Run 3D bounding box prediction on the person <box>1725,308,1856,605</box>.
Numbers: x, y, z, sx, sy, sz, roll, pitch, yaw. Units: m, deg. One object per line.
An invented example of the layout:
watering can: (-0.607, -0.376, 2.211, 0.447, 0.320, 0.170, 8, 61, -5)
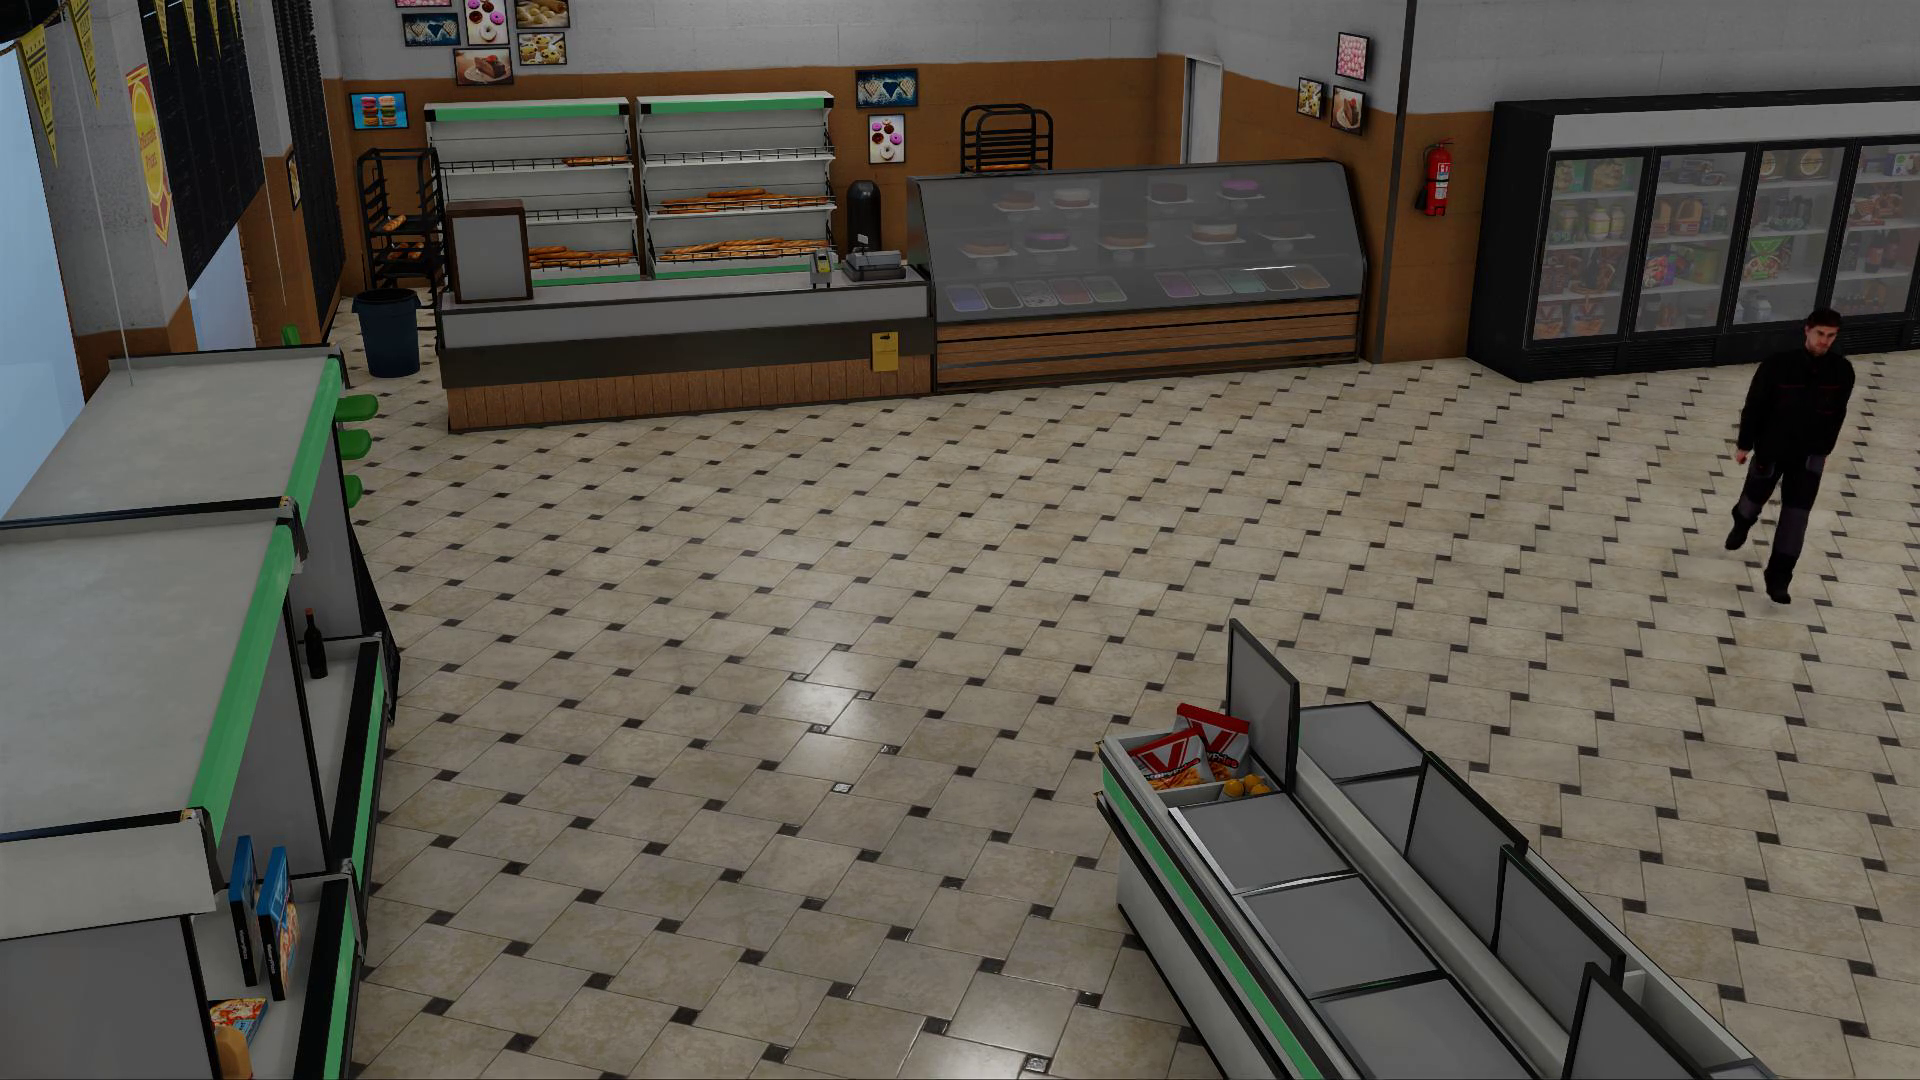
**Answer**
person: (5.058, -0.562, 10.184, 1.182, 1.776, 1.376, 8, 23, 18)
